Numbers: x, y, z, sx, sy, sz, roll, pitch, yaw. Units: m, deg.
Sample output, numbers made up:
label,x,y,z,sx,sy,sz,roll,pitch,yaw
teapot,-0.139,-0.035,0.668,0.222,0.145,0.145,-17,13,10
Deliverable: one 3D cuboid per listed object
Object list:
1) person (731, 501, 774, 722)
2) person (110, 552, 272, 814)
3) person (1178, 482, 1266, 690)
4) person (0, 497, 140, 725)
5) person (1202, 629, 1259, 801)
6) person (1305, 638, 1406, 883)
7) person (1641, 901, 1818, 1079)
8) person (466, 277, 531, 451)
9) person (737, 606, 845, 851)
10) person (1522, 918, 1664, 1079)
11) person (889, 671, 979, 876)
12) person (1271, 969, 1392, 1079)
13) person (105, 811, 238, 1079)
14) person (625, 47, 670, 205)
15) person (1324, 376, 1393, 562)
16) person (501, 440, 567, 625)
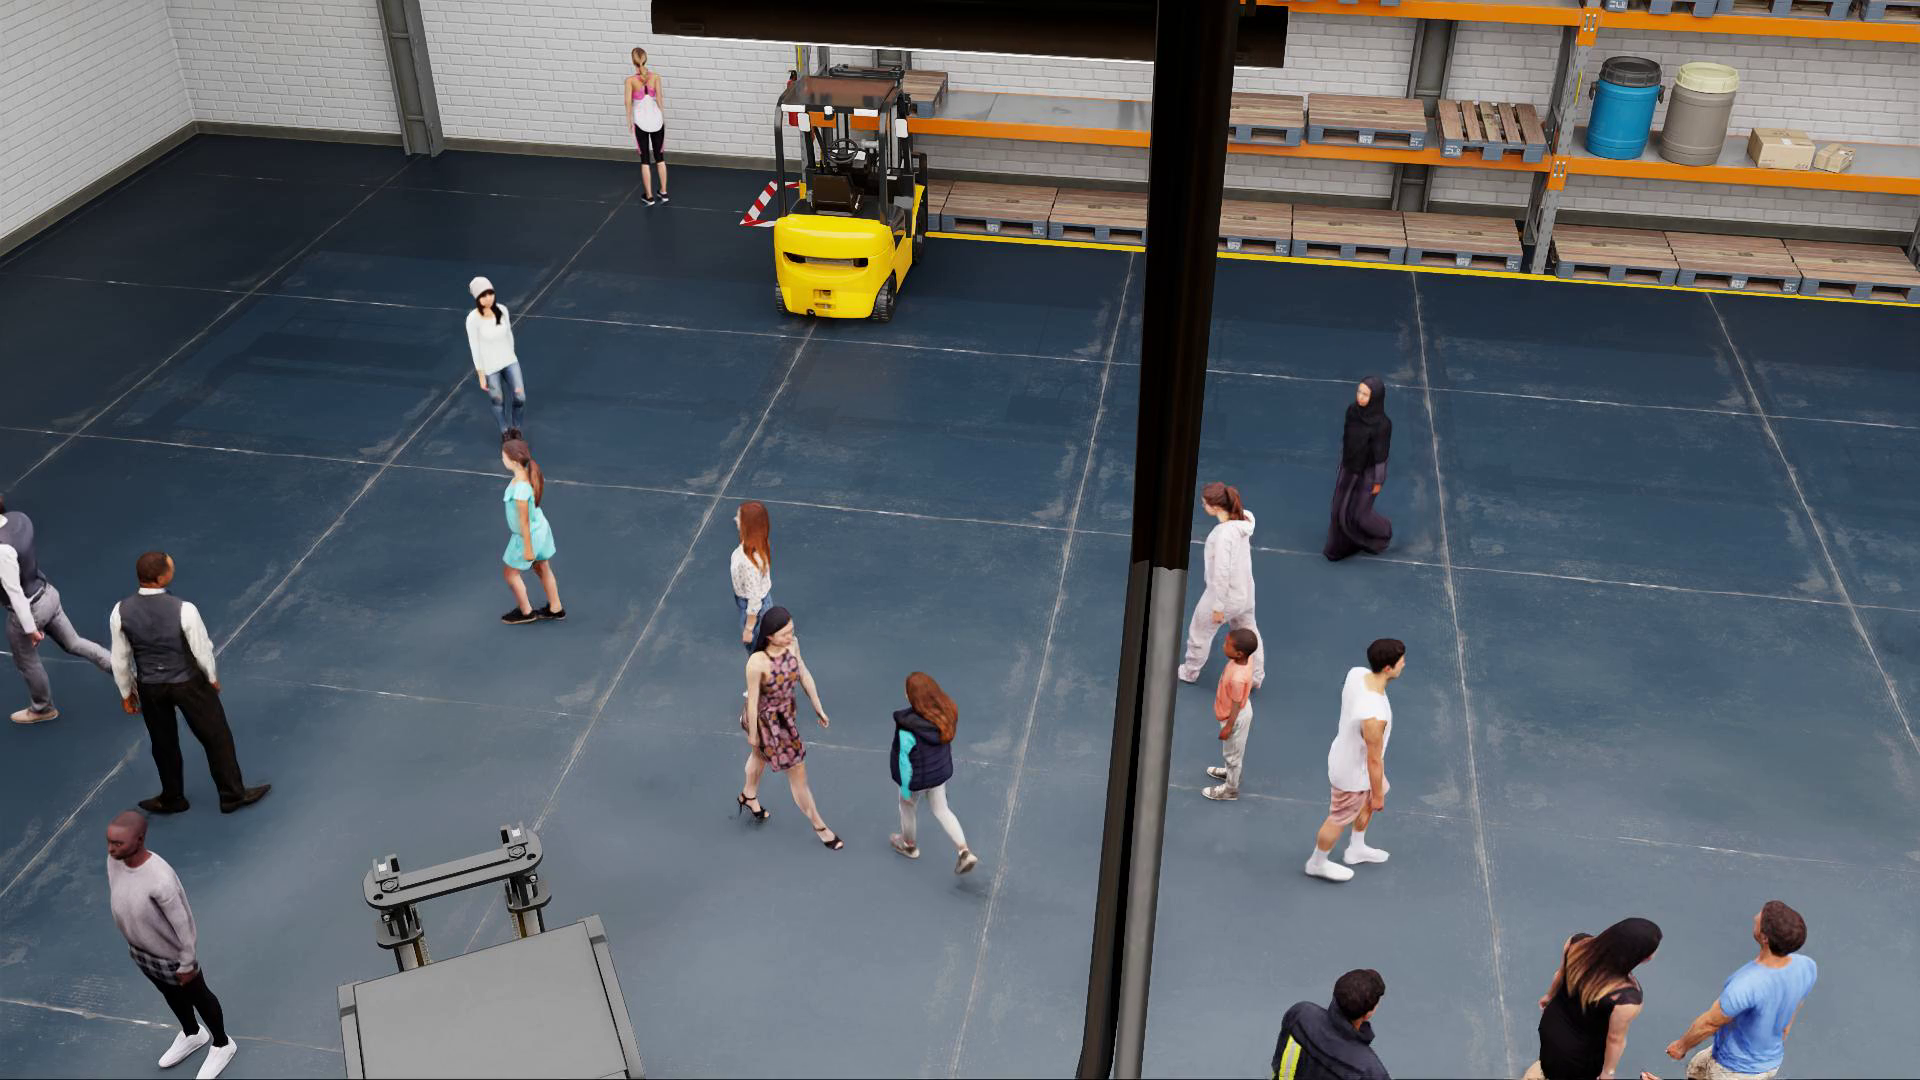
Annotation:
label,x,y,z,sx,sy,sz,roll,pitch,yaw
person,-1.371,0.472,11.221,0.561,1.727,0.608,0,34,0
person,-4.965,0.949,10.353,0.709,1.895,1.091,-10,35,-15
person,1.925,0.383,11.430,1.046,1.645,0.916,20,38,27
person,-6.090,0.439,11.113,1.265,1.903,0.878,-2,34,-3
person,1.768,1.101,10.652,0.502,1.311,0.513,10,35,14
person,2.267,1.329,9.903,0.795,1.760,0.734,2,34,3
person,3.822,2.557,7.990,1.103,1.834,1.084,-16,37,-23
person,-4.023,-1.520,14.305,0.722,1.631,0.778,-25,41,-32
person,-1.210,1.114,10.253,1.112,1.730,0.834,14,36,20
person,2.999,2.484,8.225,0.852,1.694,0.801,-10,35,-15
person,-0.172,1.420,10.015,0.999,1.485,0.866,27,42,34
person,1.617,2.712,7.683,0.984,1.914,0.916,-23,40,-30
person,-4.163,2.110,8.719,0.567,1.770,0.727,15,36,21
person,-3.555,-4.732,18.998,0.638,1.786,0.734,-14,36,-20
person,3.171,-0.564,12.887,0.919,1.609,0.839,-17,37,-24
person,-3.075,-0.041,12.155,0.707,1.548,0.611,2,34,2
